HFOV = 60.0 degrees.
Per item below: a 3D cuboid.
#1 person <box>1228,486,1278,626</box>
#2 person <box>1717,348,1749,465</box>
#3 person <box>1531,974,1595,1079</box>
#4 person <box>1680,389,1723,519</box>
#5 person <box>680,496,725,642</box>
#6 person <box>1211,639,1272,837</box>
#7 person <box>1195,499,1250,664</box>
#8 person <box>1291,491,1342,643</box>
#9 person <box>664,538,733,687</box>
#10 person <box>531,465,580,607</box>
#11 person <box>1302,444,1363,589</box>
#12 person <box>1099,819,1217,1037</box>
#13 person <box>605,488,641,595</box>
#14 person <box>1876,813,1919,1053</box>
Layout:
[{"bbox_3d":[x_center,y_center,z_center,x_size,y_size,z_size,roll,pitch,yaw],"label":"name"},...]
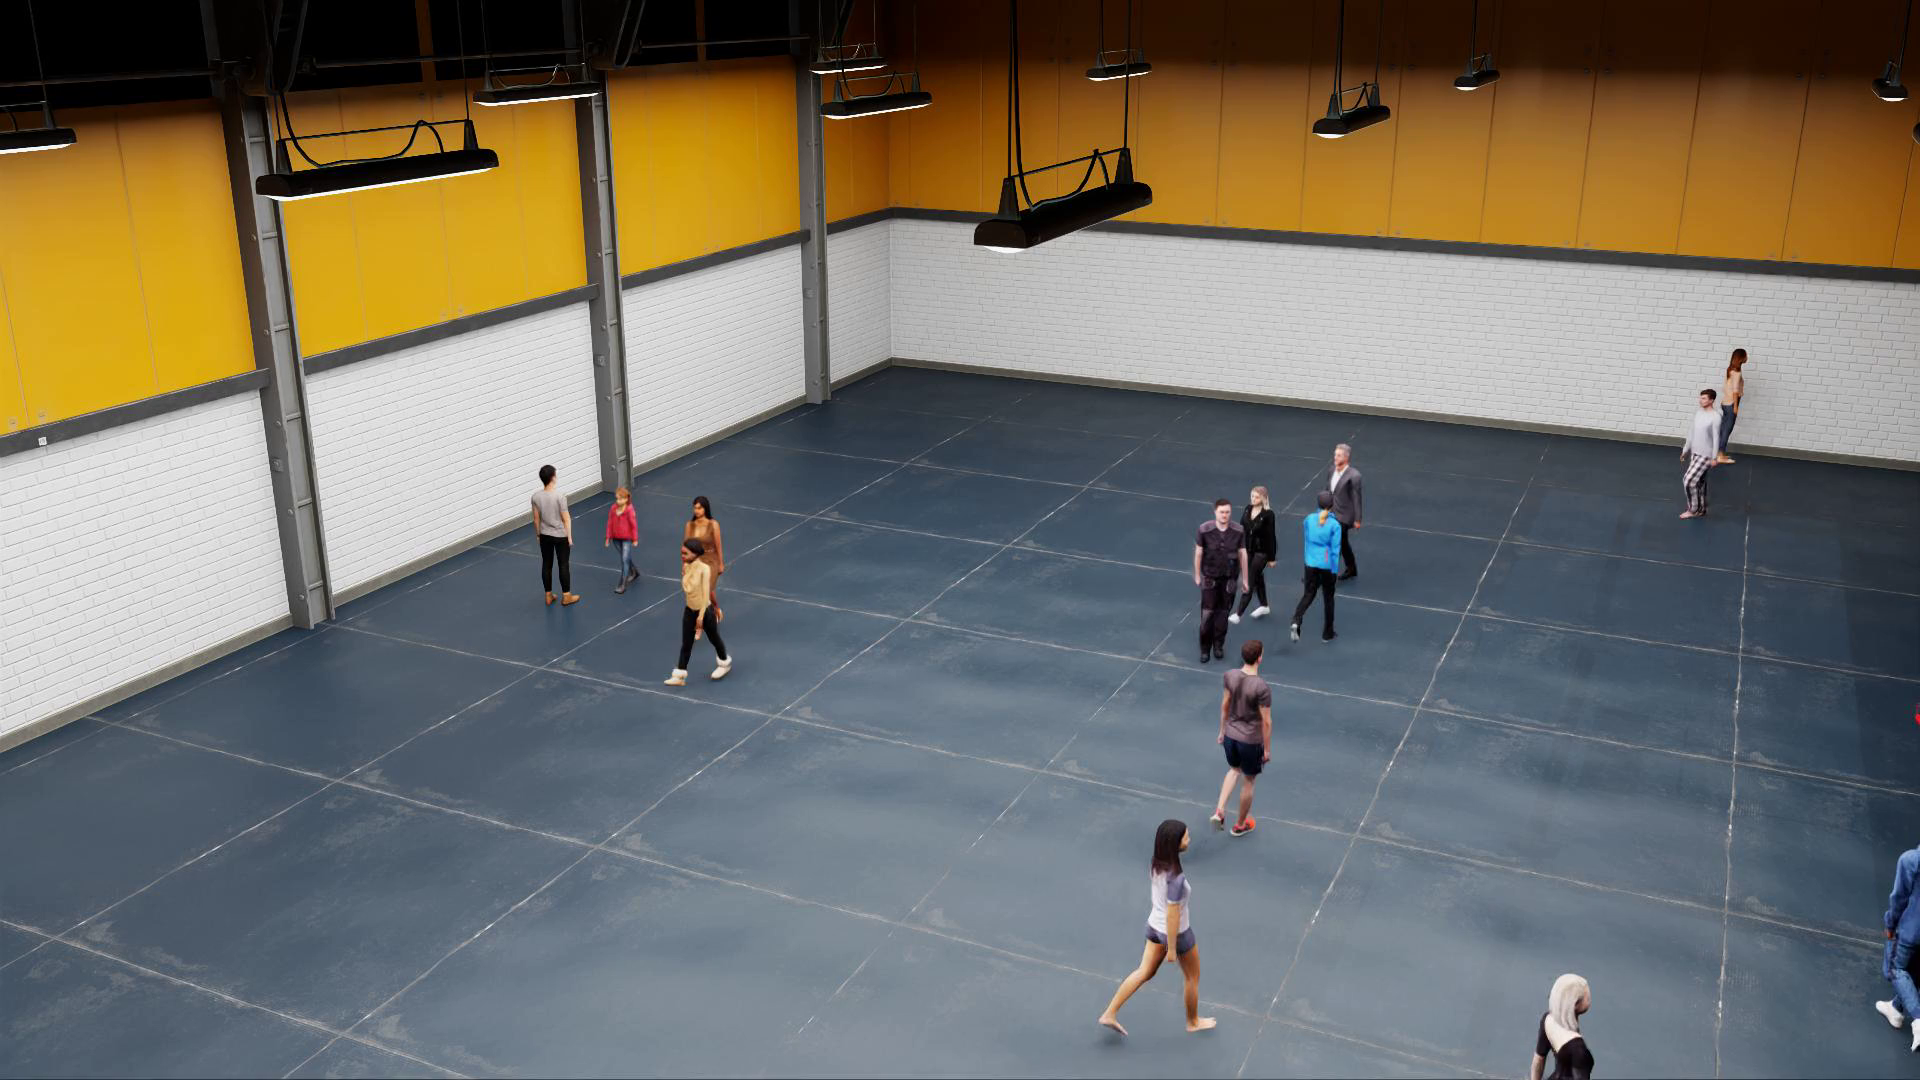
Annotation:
[{"bbox_3d":[3.519,0.164,19.386,1.175,1.647,0.944,-15,23,-37],"label":"person"},{"bbox_3d":[11.992,-2.106,25.900,0.691,1.792,0.529,4,19,13],"label":"person"},{"bbox_3d":[3.403,3.345,9.671,0.760,1.819,0.673,-1,19,-3],"label":"person"},{"bbox_3d":[10.397,-1.194,23.132,0.889,1.831,0.833,-4,19,-11],"label":"person"},{"bbox_3d":[-2.881,0.298,19.005,0.690,1.637,1.104,6,19,16],"label":"person"},{"bbox_3d":[2.401,1.750,14.370,0.825,1.844,0.916,17,25,42],"label":"person"},{"bbox_3d":[2.863,0.411,18.367,0.857,1.830,0.873,0,19,1],"label":"person"},{"bbox_3d":[3.985,0.333,18.670,0.785,1.784,1.074,17,25,41],"label":"person"},{"bbox_3d":[-2.690,0.753,17.680,0.725,1.620,1.128,13,22,33],"label":"person"},{"bbox_3d":[-4.883,-0.064,19.953,0.648,1.717,0.588,4,19,12],"label":"person"},{"bbox_3d":[4.758,-0.298,20.530,1.323,1.794,1.214,-9,20,-24],"label":"person"},{"bbox_3d":[1.373,2.753,11.618,1.115,1.699,1.095,-5,19,-16],"label":"person"},{"bbox_3d":[-4.125,-0.028,20.522,0.536,1.287,0.912,7,20,21],"label":"person"},{"bbox_3d":[6.743,2.714,11.594,0.947,1.788,1.111,-1,19,-2],"label":"person"}]
